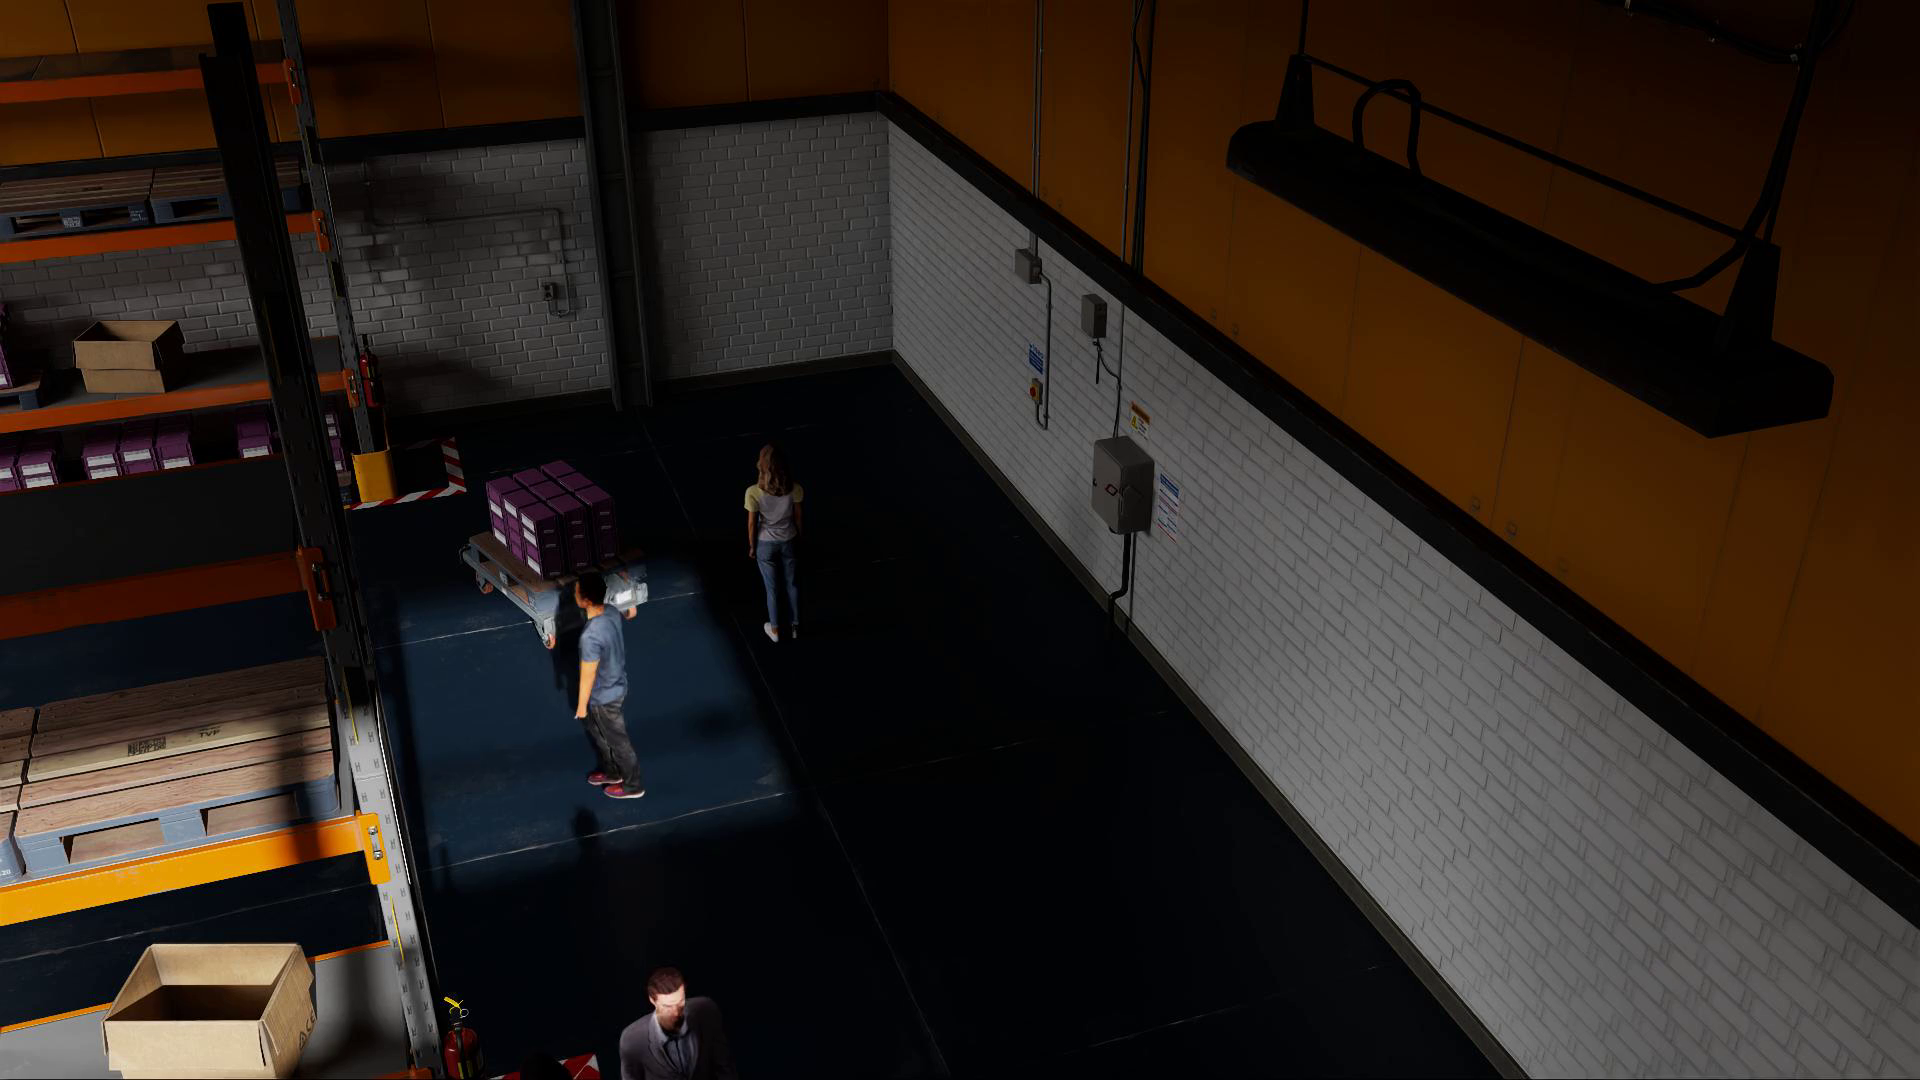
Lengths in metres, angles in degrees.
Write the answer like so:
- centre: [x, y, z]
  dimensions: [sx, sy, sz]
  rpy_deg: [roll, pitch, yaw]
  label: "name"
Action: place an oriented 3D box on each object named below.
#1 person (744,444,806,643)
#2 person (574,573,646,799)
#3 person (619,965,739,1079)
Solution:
- centre: [-1.450, 0.030, 13.280]
  dimensions: [0.491, 1.723, 0.693]
  rpy_deg: [-8, 30, -14]
  label: "person"
- centre: [-2.335, 1.024, 11.378]
  dimensions: [0.809, 1.799, 0.799]
  rpy_deg: [2, 29, 3]
  label: "person"
- centre: [-1.401, 2.751, 8.200]
  dimensions: [1.135, 1.811, 0.916]
  rpy_deg: [-18, 33, -29]
  label: "person"
